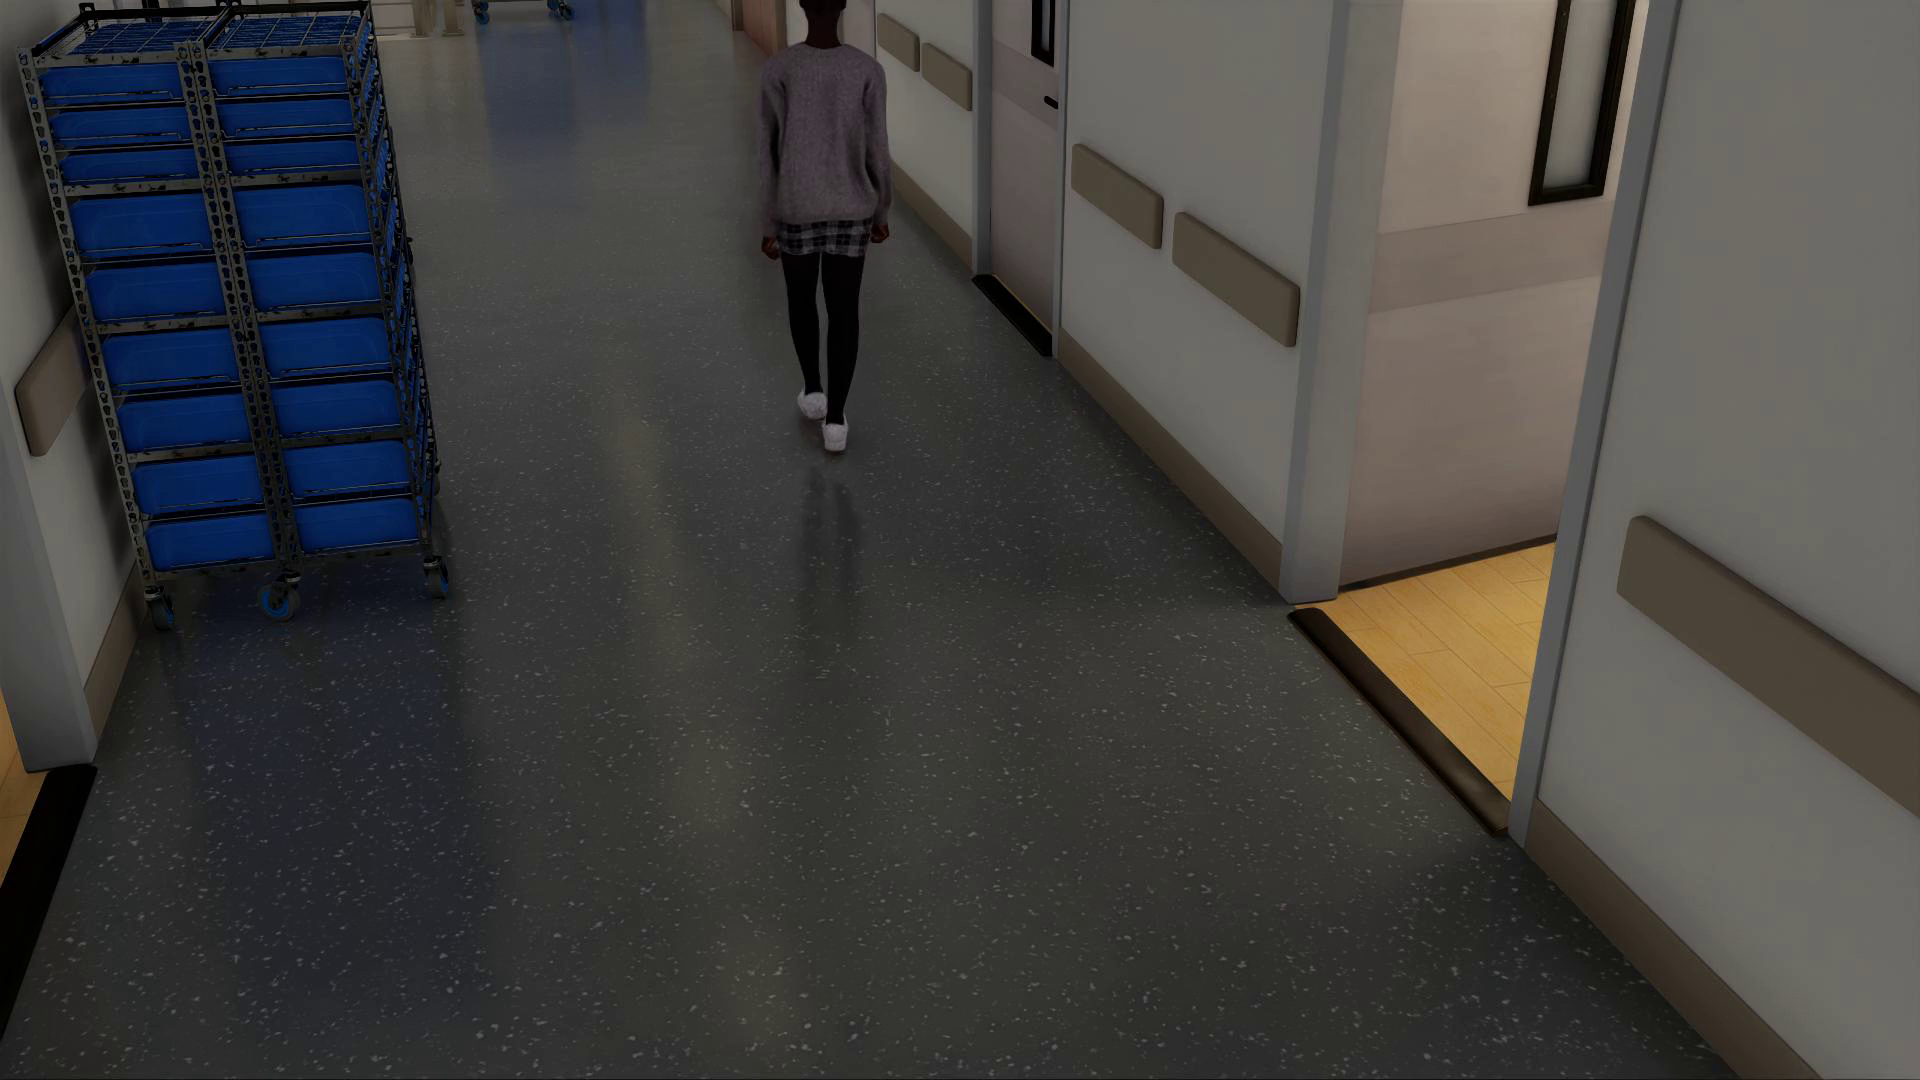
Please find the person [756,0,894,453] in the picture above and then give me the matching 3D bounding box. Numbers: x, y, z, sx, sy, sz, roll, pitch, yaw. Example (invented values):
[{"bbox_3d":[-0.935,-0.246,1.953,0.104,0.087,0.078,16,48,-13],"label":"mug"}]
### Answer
[{"bbox_3d":[-0.492,-1.158,6.047,0.712,1.759,0.800,-2,26,-4],"label":"person"}]
